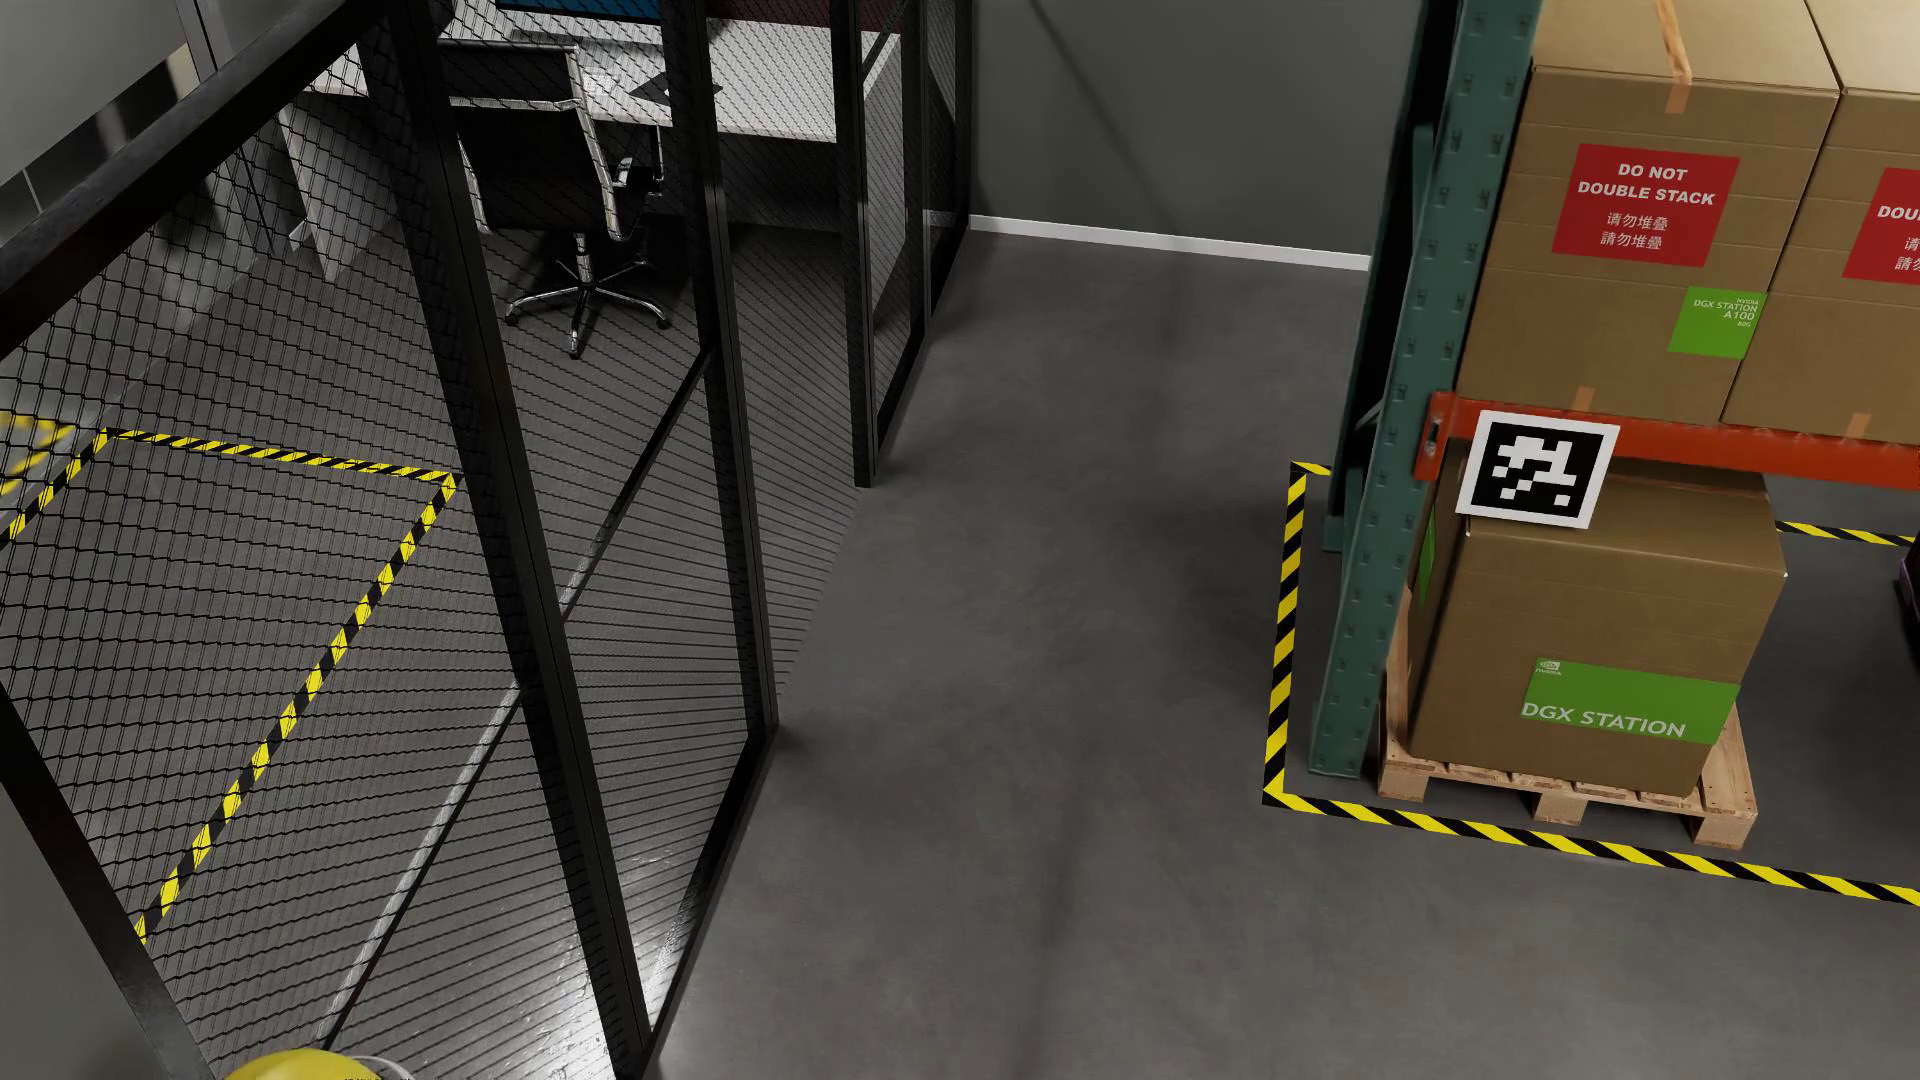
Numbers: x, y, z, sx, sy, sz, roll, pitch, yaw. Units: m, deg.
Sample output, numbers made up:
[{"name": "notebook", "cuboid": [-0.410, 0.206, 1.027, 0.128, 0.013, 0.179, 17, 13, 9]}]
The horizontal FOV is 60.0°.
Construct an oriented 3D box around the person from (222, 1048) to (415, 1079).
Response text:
[{"name": "person", "cuboid": [-0.670, 1.224, 2.167, 0.589, 1.834, 0.403, 13, 43, 15]}]
